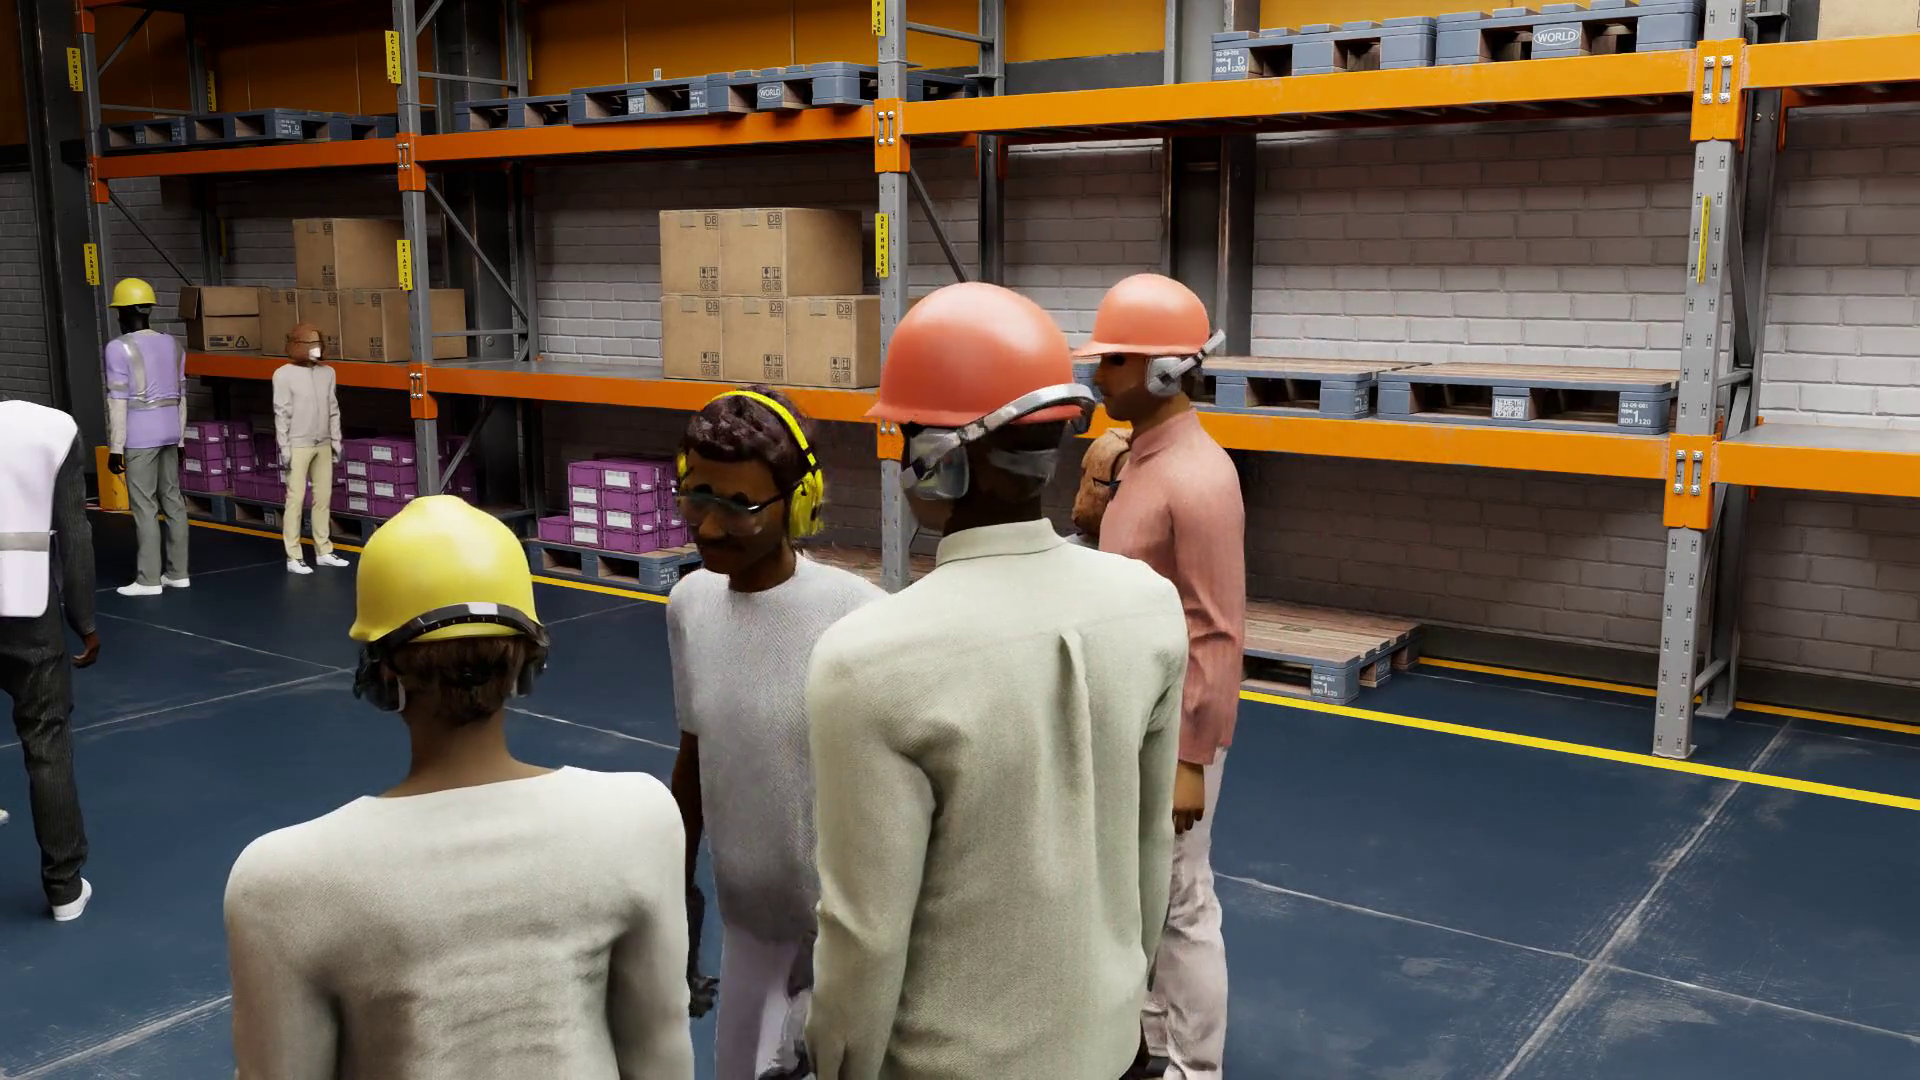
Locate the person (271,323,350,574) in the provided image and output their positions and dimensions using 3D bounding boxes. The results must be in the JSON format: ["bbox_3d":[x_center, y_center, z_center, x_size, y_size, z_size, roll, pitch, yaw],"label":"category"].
[{"bbox_3d":[-4.236,-0.596,10.829,0.284,1.626,0.504,5,11,26],"label":"person"}]

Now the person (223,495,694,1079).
[{"bbox_3d":[-0.570,0.825,1.977,0.526,1.760,0.341,-5,11,-29],"label":"person"}]

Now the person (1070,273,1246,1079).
[{"bbox_3d":[0.438,0.404,3.771,0.395,1.992,0.622,-1,10,-7],"label":"person"}]

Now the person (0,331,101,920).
[{"bbox_3d":[-2.922,0.241,5.014,0.582,1.910,0.392,-4,10,-20],"label":"person"}]

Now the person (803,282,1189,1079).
[{"bbox_3d":[0.039,0.664,2.226,0.615,1.993,0.387,-9,13,-42],"label":"person"}]

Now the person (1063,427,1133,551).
[{"bbox_3d":[0.380,0.537,4.048,0.501,1.633,0.282,-3,10,-16],"label":"person"}]

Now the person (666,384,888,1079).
[{"bbox_3d":[-0.276,0.659,2.756,0.536,1.828,0.443,9,13,42],"label":"person"}]

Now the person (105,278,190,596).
[{"bbox_3d":[-4.940,-0.620,10.106,0.390,1.922,0.589,3,10,15],"label":"person"}]
